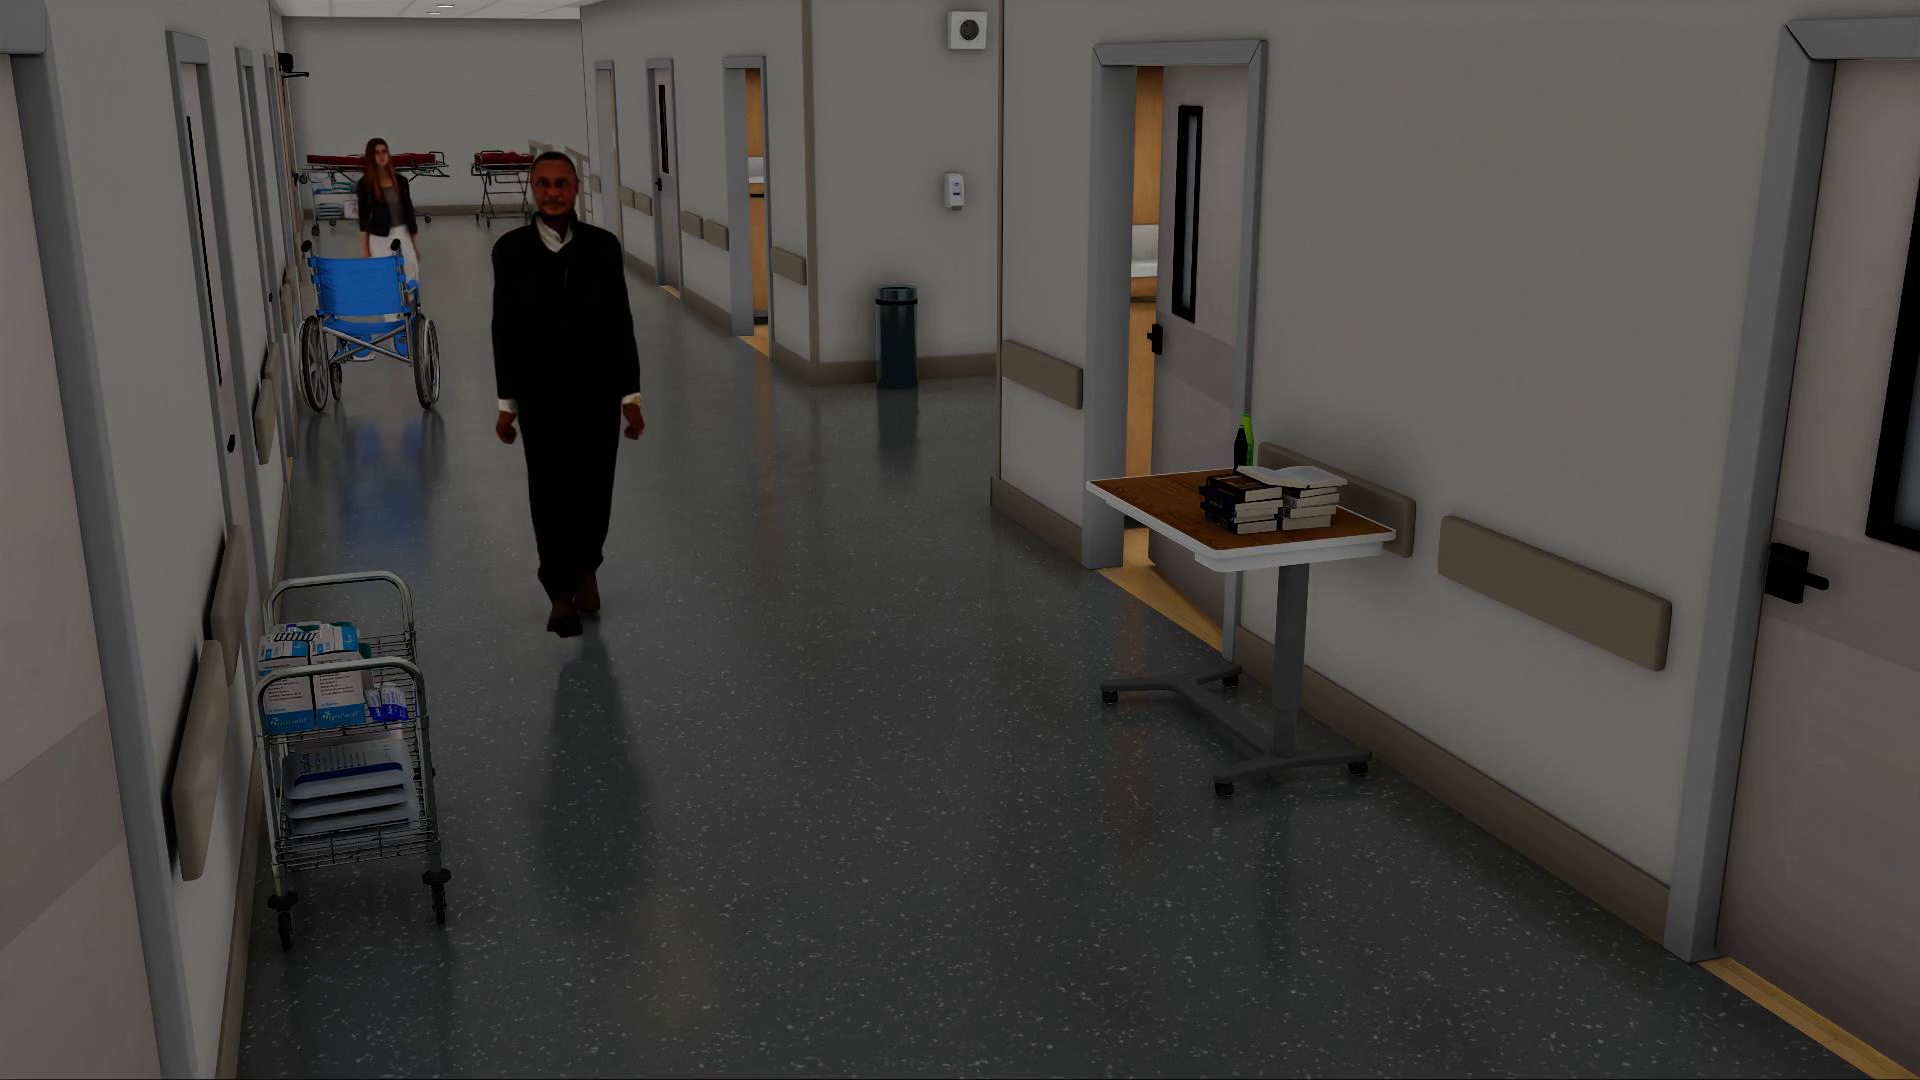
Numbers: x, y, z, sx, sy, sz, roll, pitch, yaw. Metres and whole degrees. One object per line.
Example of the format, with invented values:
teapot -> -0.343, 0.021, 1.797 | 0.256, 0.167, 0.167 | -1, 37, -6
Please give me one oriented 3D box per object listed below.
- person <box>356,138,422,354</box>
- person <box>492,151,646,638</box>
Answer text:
person -> -4.544, -2.324, 13.219 | 0.734, 1.690, 0.857 | -11, 19, -35
person -> -1.579, -0.589, 6.723 | 0.780, 1.874, 1.173 | -4, 16, -15
